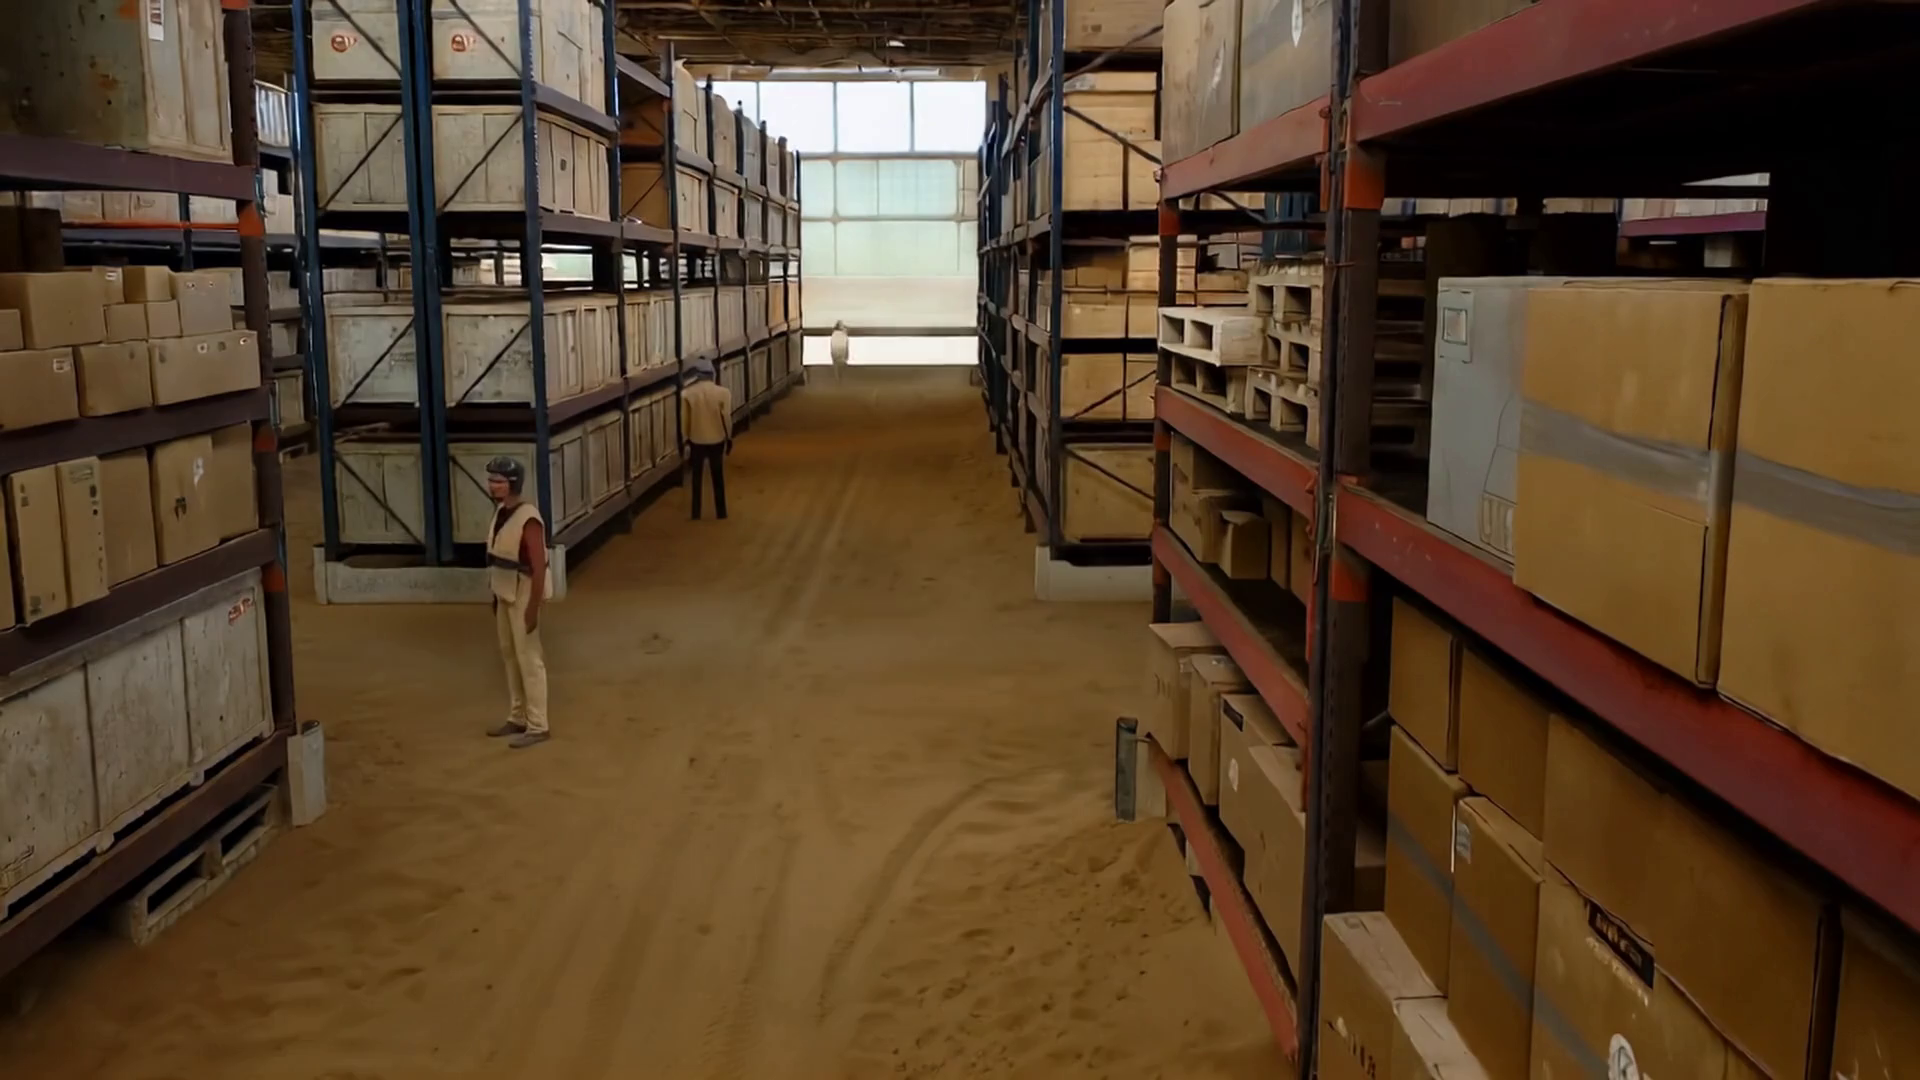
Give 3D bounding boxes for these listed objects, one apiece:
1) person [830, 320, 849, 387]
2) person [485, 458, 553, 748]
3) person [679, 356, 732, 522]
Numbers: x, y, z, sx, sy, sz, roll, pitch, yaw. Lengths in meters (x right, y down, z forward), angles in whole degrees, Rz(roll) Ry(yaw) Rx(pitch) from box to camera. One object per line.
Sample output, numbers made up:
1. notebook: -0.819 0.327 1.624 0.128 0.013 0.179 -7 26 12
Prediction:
1. person: -3.118 -4.823 42.989 0.511 1.711 0.718 -2 10 -14
2. person: -2.819 0.389 10.631 0.377 1.844 0.569 -7 12 -39
3. person: -3.050 -1.209 19.977 0.625 1.992 0.388 -1 9 -8
